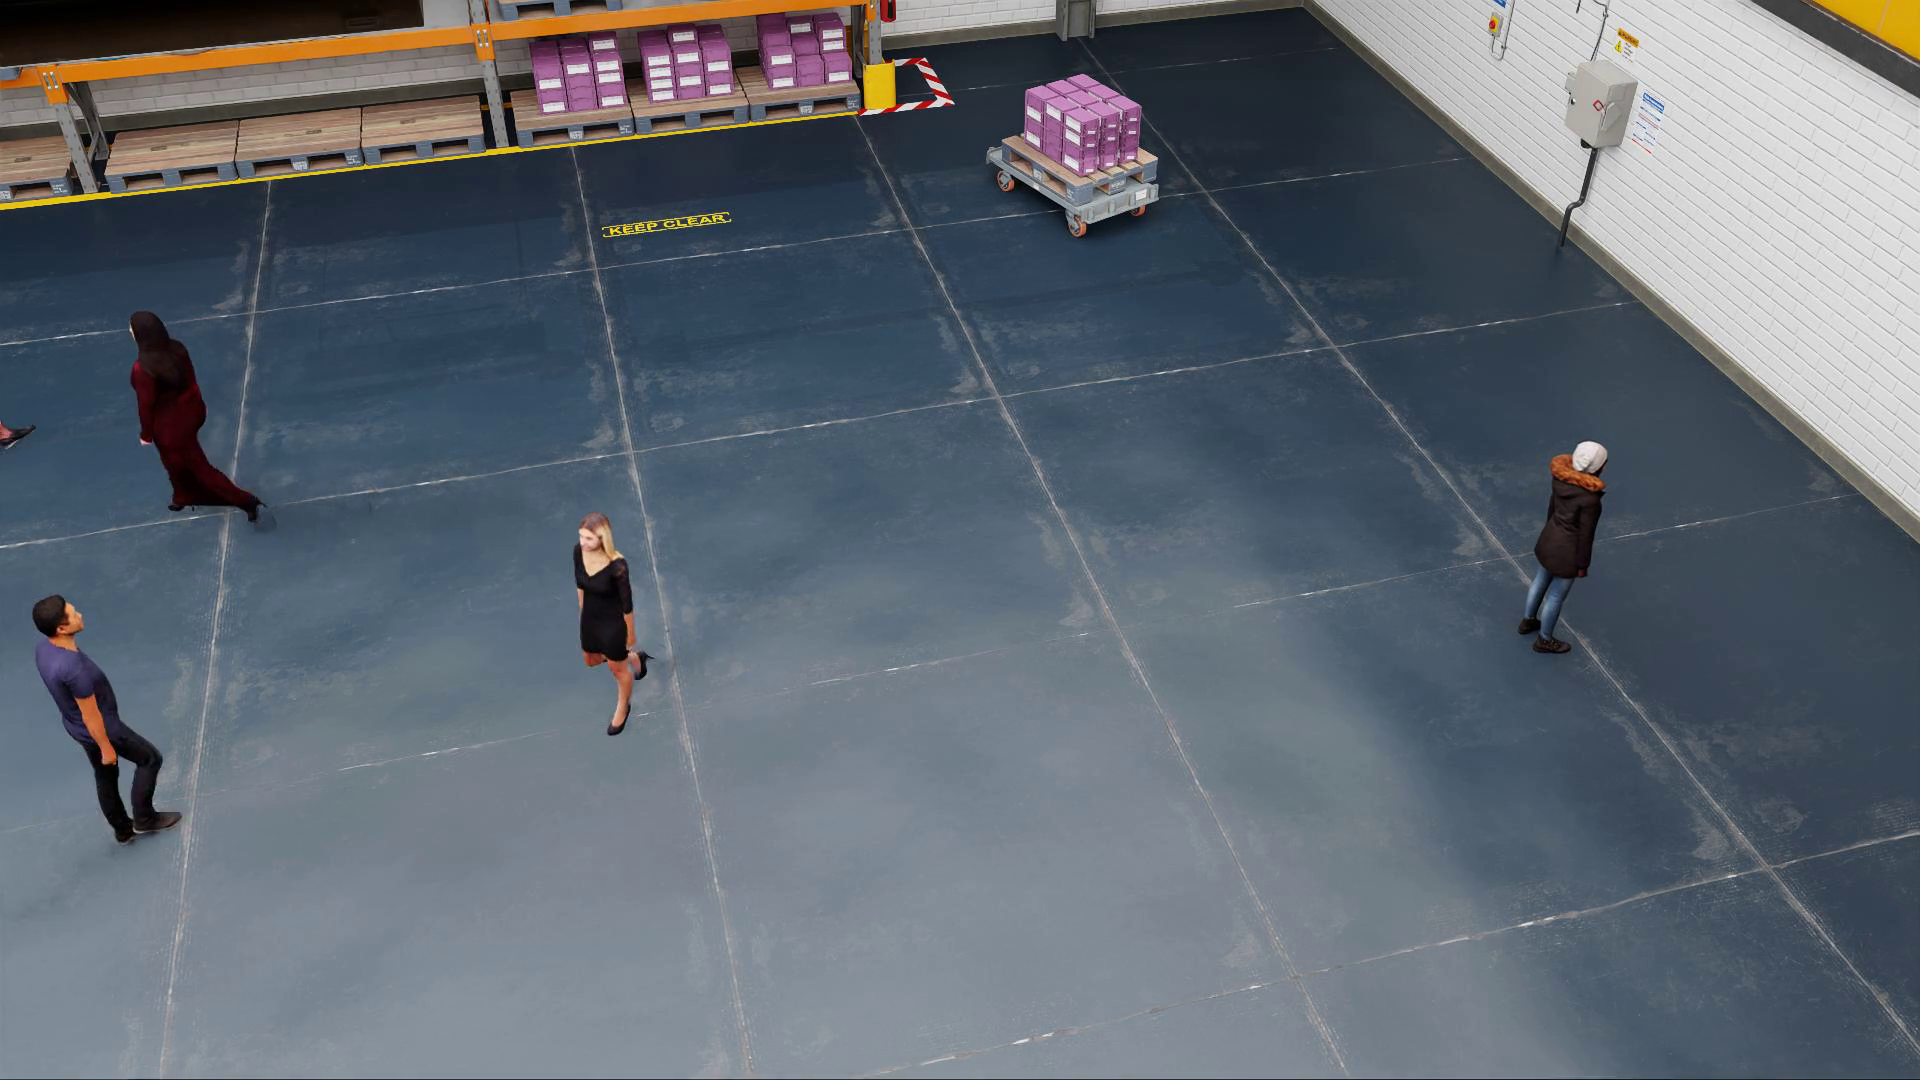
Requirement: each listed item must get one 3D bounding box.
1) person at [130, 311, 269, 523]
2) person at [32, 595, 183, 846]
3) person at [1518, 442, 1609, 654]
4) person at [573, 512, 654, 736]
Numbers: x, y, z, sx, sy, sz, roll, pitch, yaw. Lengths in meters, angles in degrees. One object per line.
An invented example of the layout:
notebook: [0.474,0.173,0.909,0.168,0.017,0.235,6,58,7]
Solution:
person: [-5.472,-0.819,11.836,1.170,1.725,0.903,2,39,2]
person: [-4.965,1.088,9.404,0.791,1.780,0.805,30,47,32]
person: [3.940,0.035,10.840,0.593,1.634,0.615,-9,39,-11]
person: [-2.124,0.467,10.273,0.806,1.666,0.869,21,43,24]
